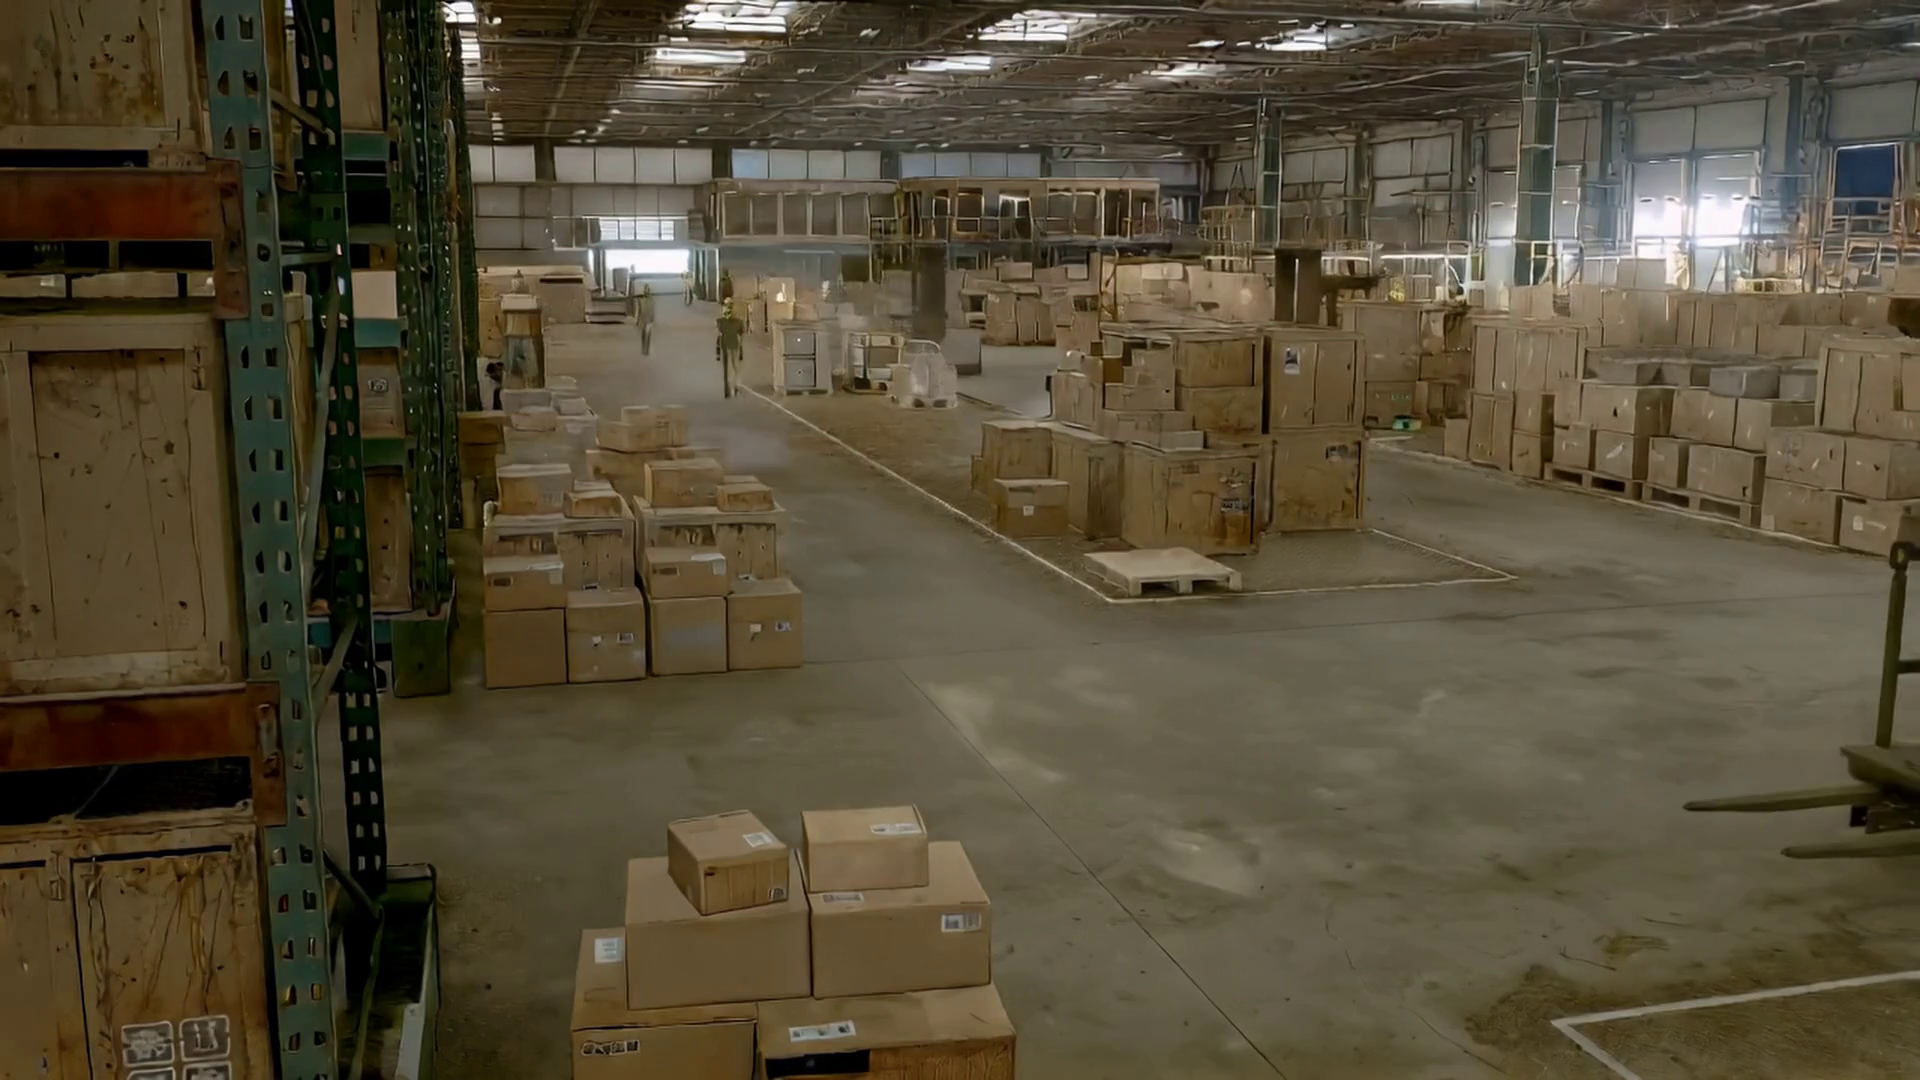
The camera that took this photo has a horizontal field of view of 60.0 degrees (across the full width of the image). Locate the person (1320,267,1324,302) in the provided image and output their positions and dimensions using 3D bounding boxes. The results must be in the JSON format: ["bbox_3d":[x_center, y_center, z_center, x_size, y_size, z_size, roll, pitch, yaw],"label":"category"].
[{"bbox_3d":[17.481,-12.359,80.850,0.585,1.928,0.370,6,12,31],"label":"person"}]

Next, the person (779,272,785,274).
[{"bbox_3d":[-6.195,-8.453,58.417,1.026,2.000,0.688,-4,11,-23],"label":"person"}]

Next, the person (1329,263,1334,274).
[{"bbox_3d":[19.246,-13.323,86.150,0.611,1.985,0.393,-6,12,-32],"label":"person"}]

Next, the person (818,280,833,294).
[{"bbox_3d":[-4.475,-7.794,55.480,0.538,1.750,0.406,0,10,0],"label":"person"}]

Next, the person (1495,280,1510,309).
[{"bbox_3d":[19.085,-8.300,58.515,0.541,1.698,0.316,-2,10,-11],"label":"person"}]

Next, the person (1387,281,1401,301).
[{"bbox_3d":[12.092,-6.277,46.441,0.387,1.919,0.594,8,13,37],"label":"person"}]

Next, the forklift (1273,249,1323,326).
[{"bbox_3d":[4.855,-2.824,24.162,1.873,2.768,1.129,-3,10,-15],"label":"forklift"}]

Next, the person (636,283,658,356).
[{"bbox_3d":[-8.197,-5.769,43.628,0.566,1.888,0.951,-3,11,-18],"label":"person"}]

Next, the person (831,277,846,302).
[{"bbox_3d":[-4.173,-8.106,57.010,0.529,1.851,0.762,-5,11,-28],"label":"person"}]

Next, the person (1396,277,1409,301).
[{"bbox_3d":[15.071,-8.104,57.050,0.640,1.824,0.670,-3,10,-15],"label":"person"}]

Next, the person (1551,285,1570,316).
[{"bbox_3d":[14.874,-5.370,41.276,0.595,1.925,0.371,4,11,21],"label":"person"}]

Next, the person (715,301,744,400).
[{"bbox_3d":[-4.316,-3.537,31.131,0.508,1.854,0.426,0,10,1],"label":"person"}]

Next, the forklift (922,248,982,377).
[{"bbox_3d":[-0.545,-4.949,36.197,1.873,2.768,1.129,-3,10,-15],"label":"forklift"}]

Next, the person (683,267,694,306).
[{"bbox_3d":[-13.160,-12.287,80.567,0.575,1.886,0.362,5,11,27],"label":"person"}]

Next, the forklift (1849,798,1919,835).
[{"bbox_3d":[5.398,0.099,7.612,1.873,2.768,1.129,-3,10,-15],"label":"forklift"}]

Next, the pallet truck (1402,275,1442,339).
[{"bbox_3d":[14.620,-7.324,52.145,0.823,1.965,1.885,8,13,40],"label":"pallet truck"}]

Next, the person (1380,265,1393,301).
[{"bbox_3d":[20.735,-12.367,80.844,0.617,1.943,0.395,7,12,33],"label":"person"}]

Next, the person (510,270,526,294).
[{"bbox_3d":[-16.918,-9.348,63.657,0.617,1.996,1.066,2,10,9],"label":"person"}]

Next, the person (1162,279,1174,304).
[{"bbox_3d":[6.220,-6.781,49.349,0.569,1.896,0.646,8,13,40],"label":"person"}]

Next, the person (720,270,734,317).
[{"bbox_3d":[-8.767,-9.130,62.377,0.396,1.992,0.622,10,14,43],"label":"person"}]

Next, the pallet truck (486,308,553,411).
[{"bbox_3d":[-6.242,-2.418,24.362,0.823,1.965,1.885,1,10,3],"label":"pallet truck"}]
